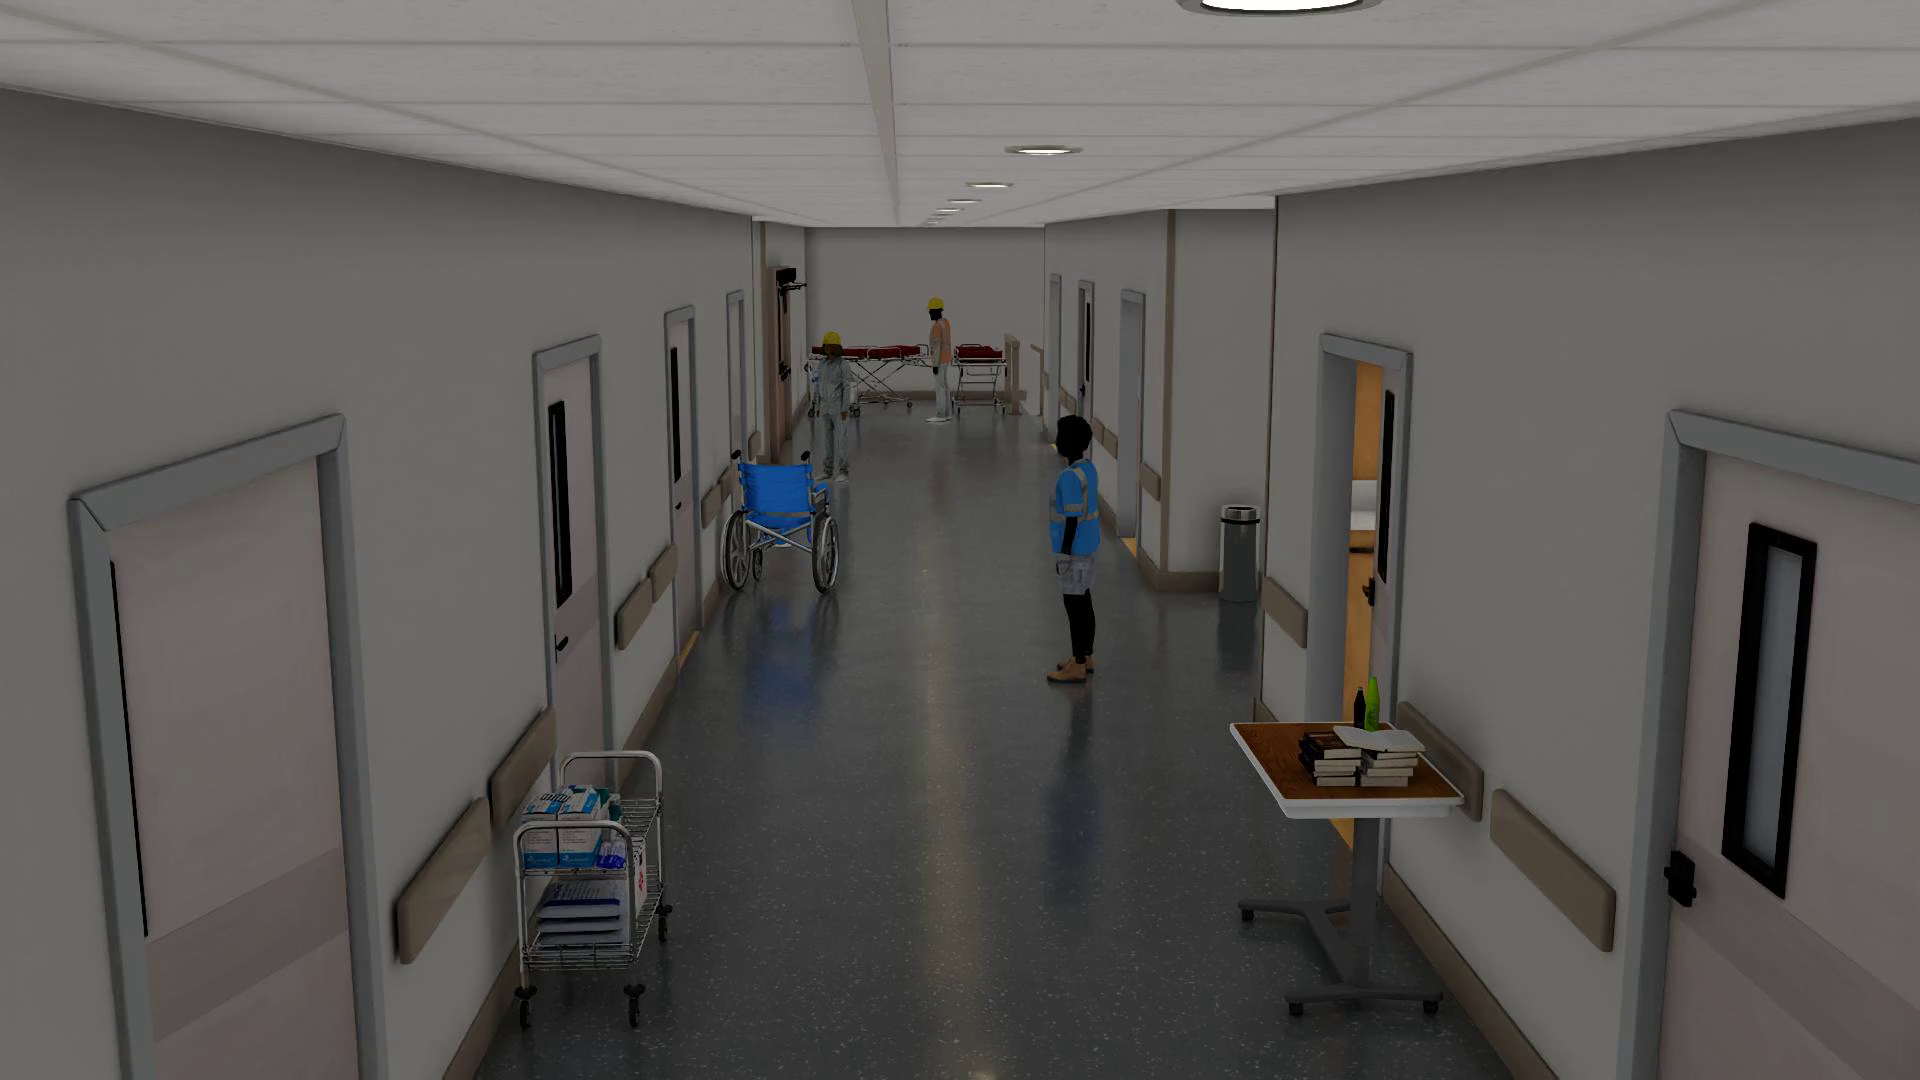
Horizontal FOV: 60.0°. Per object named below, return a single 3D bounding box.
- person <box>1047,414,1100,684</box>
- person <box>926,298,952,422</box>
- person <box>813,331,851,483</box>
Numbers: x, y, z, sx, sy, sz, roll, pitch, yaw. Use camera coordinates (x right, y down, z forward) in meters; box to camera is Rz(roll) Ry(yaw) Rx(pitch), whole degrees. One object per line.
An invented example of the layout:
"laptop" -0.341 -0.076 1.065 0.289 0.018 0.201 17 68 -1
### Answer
"person" 0.719 0.055 10.509 0.315 1.696 0.541 3 11 17
"person" -0.336 -2.775 25.666 0.393 1.918 0.585 2 10 13
"person" -1.478 -1.533 19.222 0.487 1.746 0.290 8 13 36
